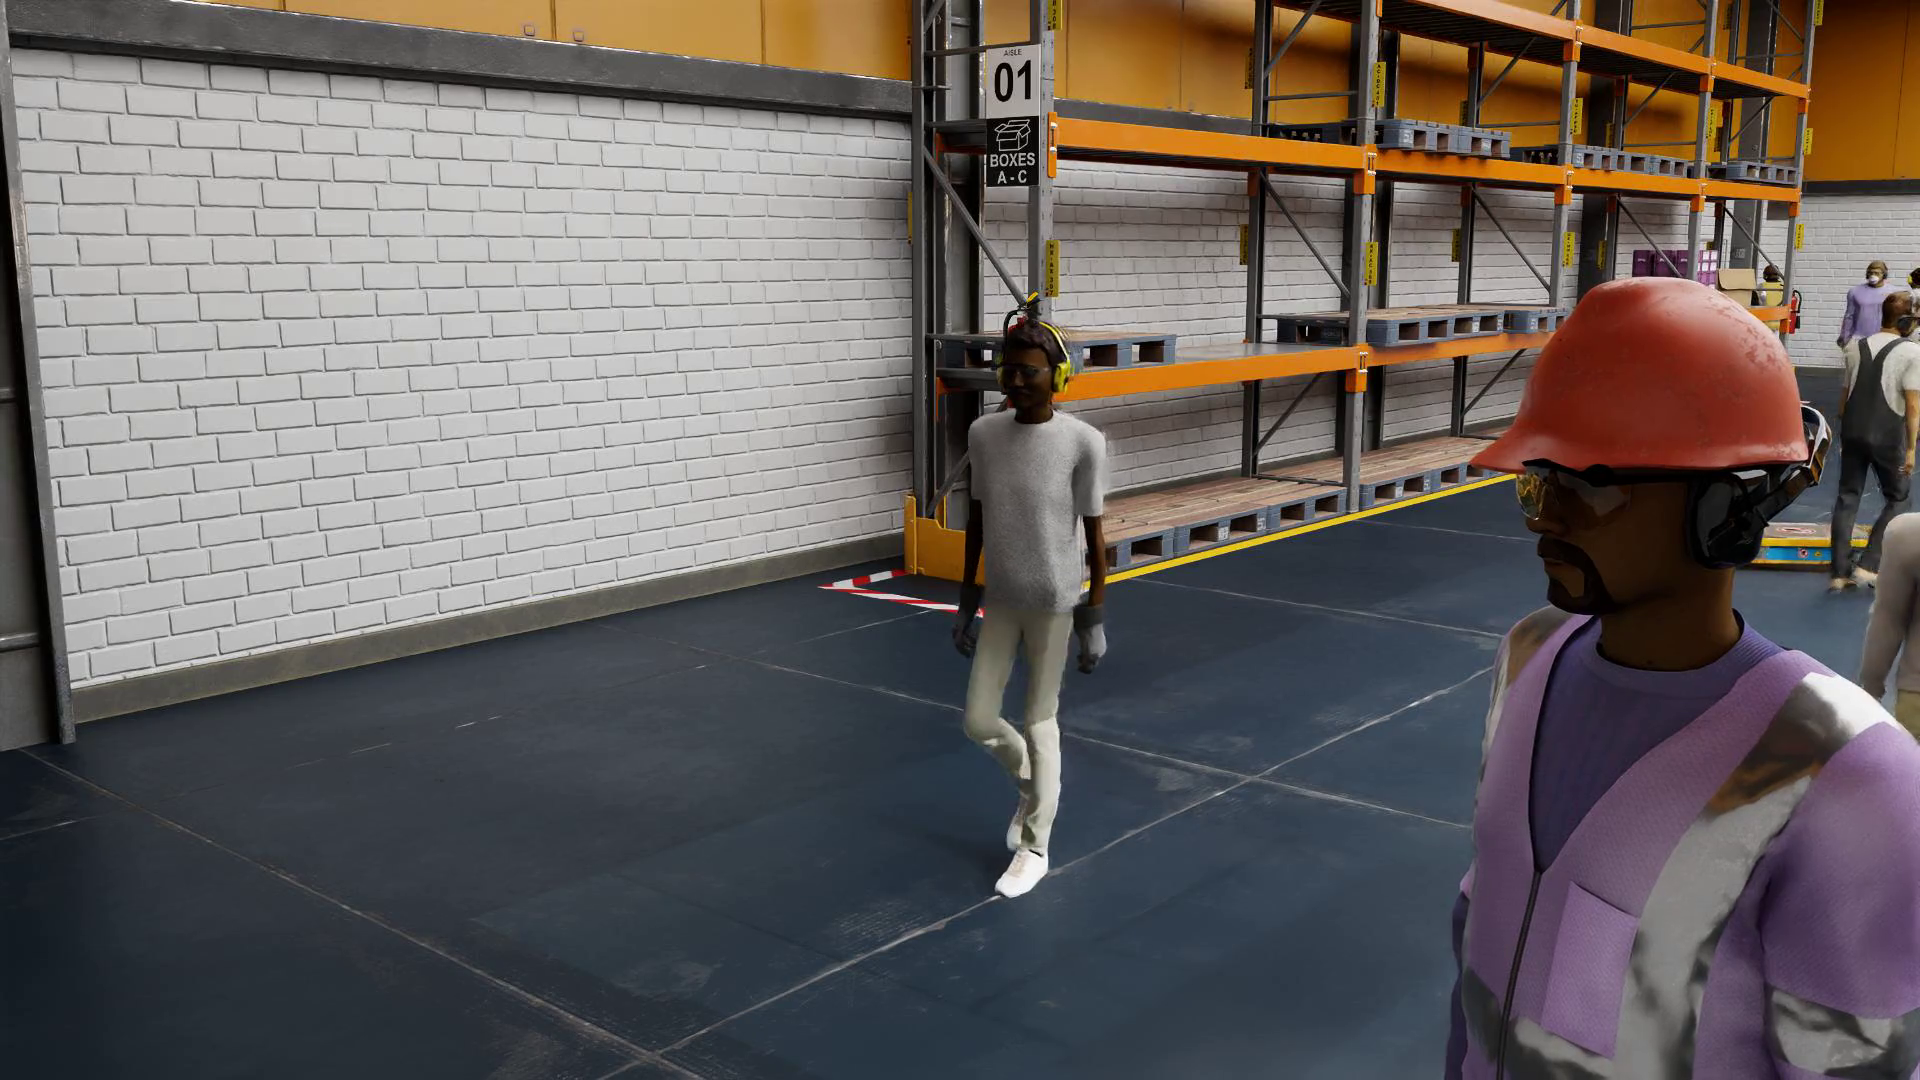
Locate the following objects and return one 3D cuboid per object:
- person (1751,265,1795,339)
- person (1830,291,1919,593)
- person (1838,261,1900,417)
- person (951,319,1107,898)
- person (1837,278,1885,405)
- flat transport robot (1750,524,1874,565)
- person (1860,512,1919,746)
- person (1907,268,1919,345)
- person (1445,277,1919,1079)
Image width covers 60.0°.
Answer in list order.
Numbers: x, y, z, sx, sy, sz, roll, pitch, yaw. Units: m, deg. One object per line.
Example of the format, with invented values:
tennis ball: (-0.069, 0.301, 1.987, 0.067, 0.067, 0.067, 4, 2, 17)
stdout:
person: (11.671, -3.046, 24.011, 0.619, 1.838, 0.430, 1, 10, 4)
person: (5.477, -0.570, 9.944, 0.459, 1.818, 0.549, -5, 11, -28)
person: (11.004, -2.410, 20.158, 0.662, 1.910, 0.846, 9, 13, 40)
person: (0.225, 0.216, 5.373, 0.555, 1.855, 0.445, 6, 11, 29)
person: (12.018, -2.711, 22.022, 0.892, 1.861, 0.640, -4, 11, -20)
flat transport robot: (5.413, 0.029, 10.950, 1.431, 0.197, 0.652, 1, 10, 6)
person: (2.865, 0.450, 4.753, 0.507, 1.602, 0.770, 4, 11, 23)
person: (12.199, -2.581, 21.427, 0.537, 1.809, 0.968, 0, 10, 1)
person: (0.695, 0.750, 1.799, 0.377, 2.045, 0.605, -3, 10, -17)
